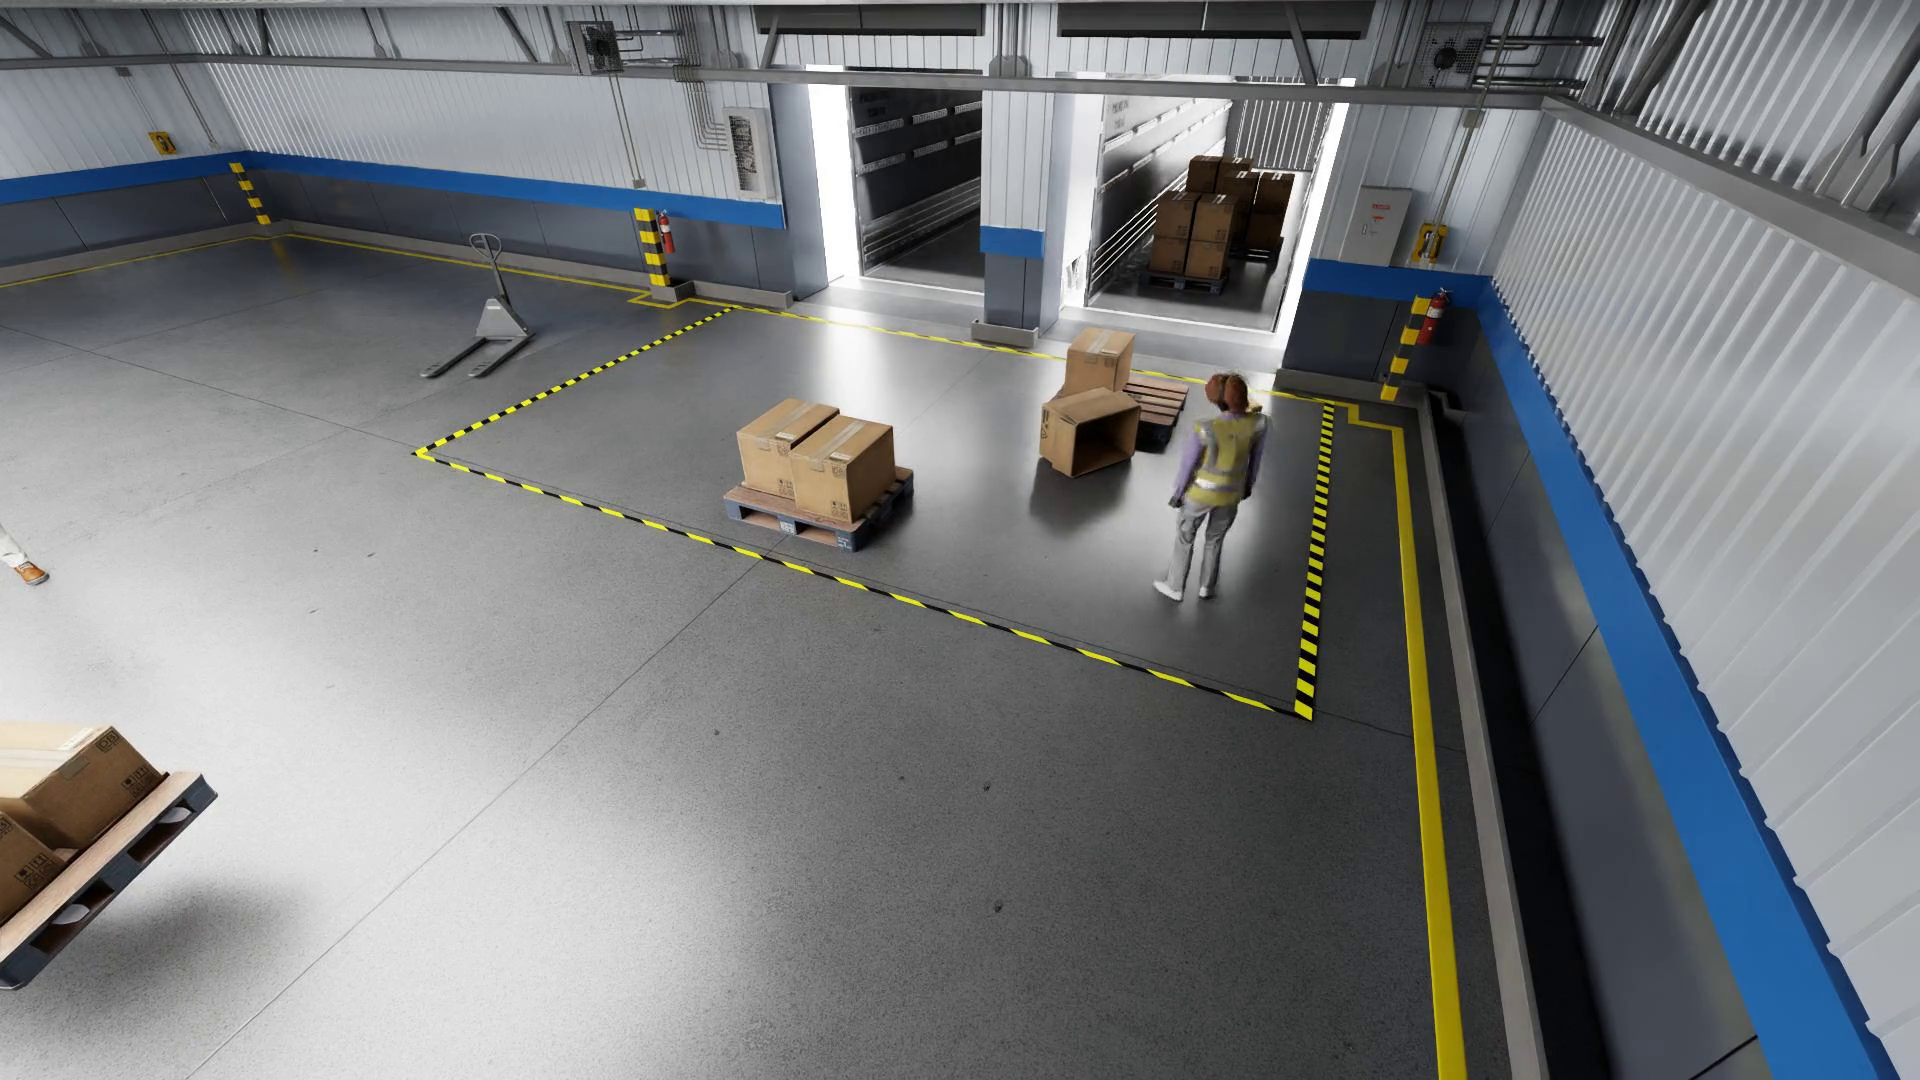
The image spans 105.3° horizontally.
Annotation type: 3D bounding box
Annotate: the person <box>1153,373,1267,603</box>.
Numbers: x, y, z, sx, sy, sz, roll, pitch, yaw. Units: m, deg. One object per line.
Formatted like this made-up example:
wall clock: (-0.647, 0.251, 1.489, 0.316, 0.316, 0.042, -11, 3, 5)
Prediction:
person: (1.624, -0.278, 4.694, 0.555, 1.641, 0.317, -5, 36, -6)

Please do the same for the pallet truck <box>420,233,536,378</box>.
pallet truck: (-5.664, -2.712, 8.427, 0.680, 1.201, 1.601, 0, 35, -1)

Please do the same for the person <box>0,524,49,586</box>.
person: (-6.772, -0.453, 4.645, 0.389, 1.948, 0.604, 23, 41, 28)
